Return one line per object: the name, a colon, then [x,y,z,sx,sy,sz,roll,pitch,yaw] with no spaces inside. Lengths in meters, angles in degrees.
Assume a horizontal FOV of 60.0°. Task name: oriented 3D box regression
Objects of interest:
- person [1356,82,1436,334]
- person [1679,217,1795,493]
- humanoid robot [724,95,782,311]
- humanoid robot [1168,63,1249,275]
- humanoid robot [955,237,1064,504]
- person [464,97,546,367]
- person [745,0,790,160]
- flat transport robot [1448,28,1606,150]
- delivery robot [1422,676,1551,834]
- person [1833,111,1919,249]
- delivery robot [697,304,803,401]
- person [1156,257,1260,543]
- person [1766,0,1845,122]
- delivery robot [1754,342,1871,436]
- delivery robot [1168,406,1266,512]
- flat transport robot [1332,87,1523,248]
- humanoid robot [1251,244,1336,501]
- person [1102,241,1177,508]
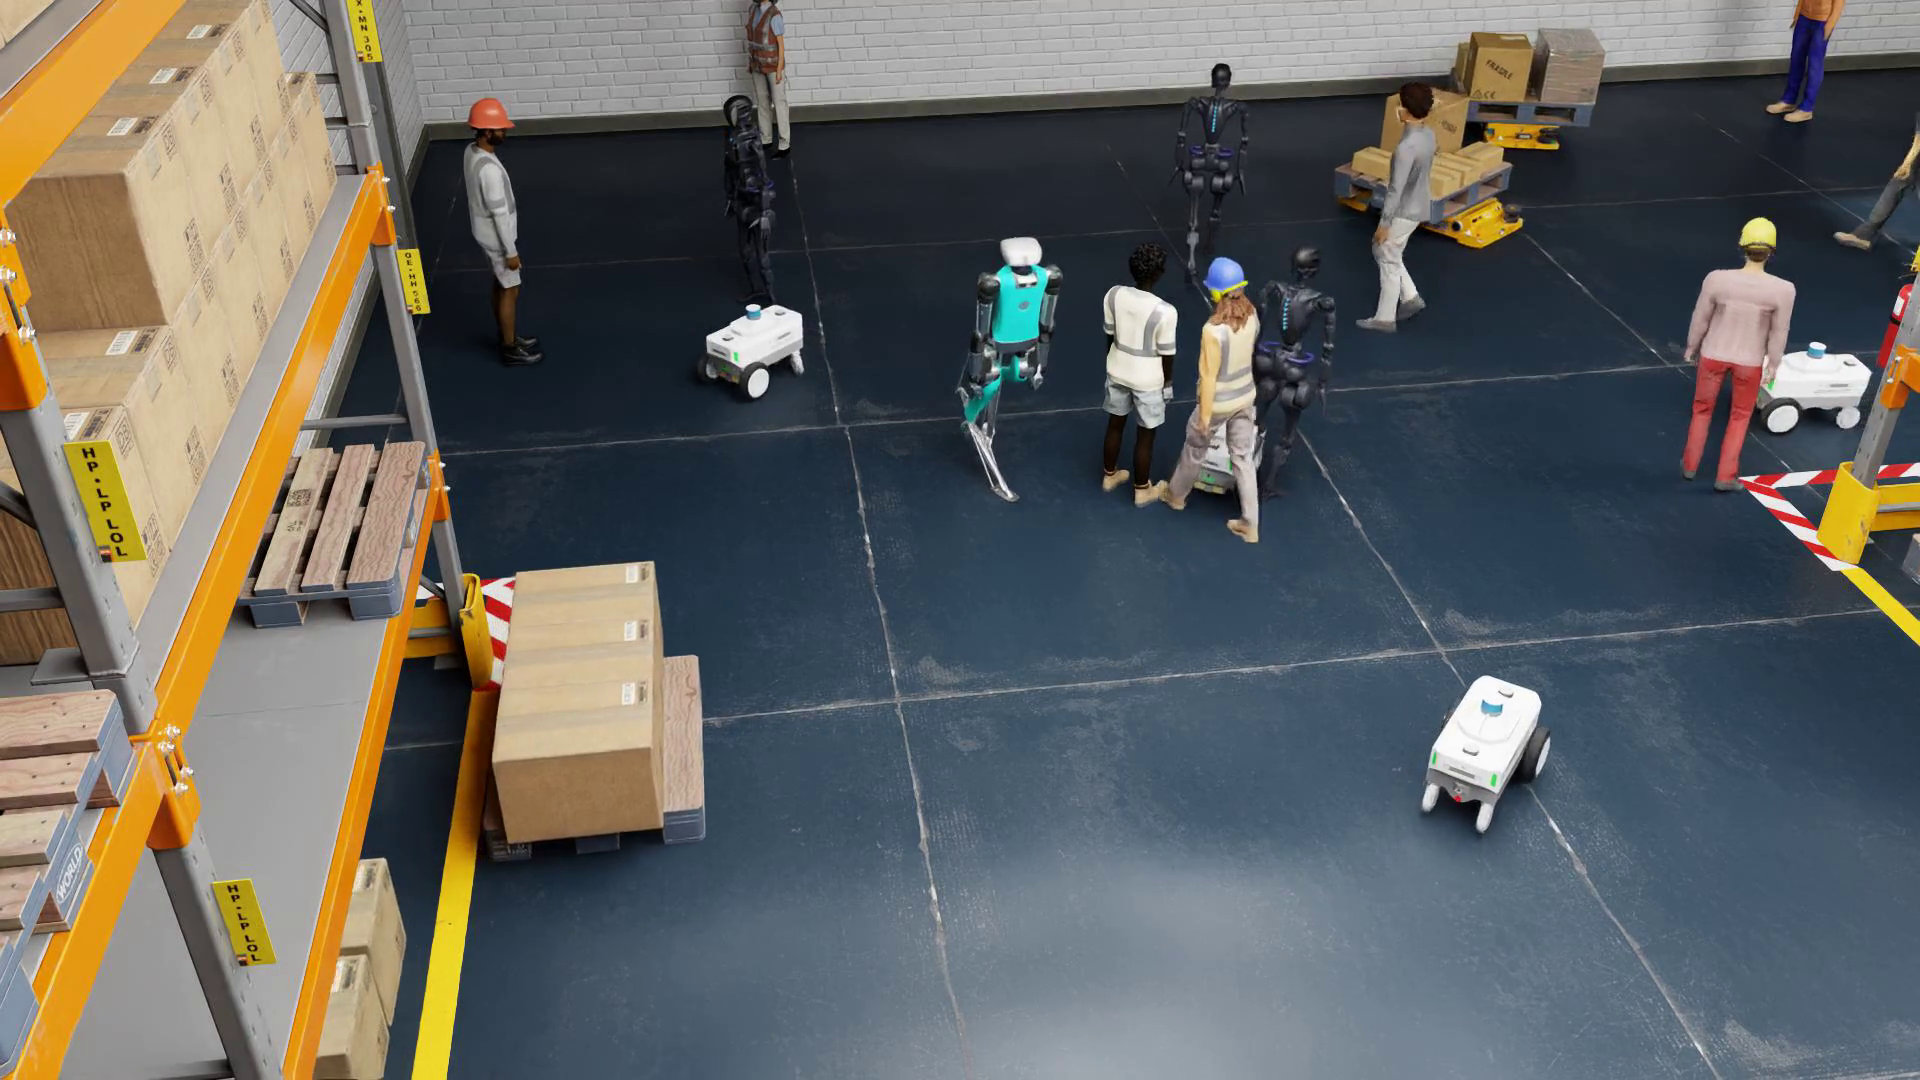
person: [3.168,-2.357,11.983,0.460,1.884,0.552,19,38,27]
person: [4.742,-1.113,10.207,0.580,1.750,0.415,16,36,23]
humanoid robot: [-1.564,-2.506,12.405,0.305,1.653,0.608,-23,40,-31]
humanoid robot: [1.952,-2.900,13.069,0.616,1.645,0.768,6,34,9]
humanoid robot: [0.207,-1.173,10.345,0.549,1.755,0.996,-12,35,-17]
person: [-3.196,-2.134,11.610,0.389,1.927,0.547,-16,36,-23]
person: [-1.760,-4.339,15.198,0.437,1.690,0.314,26,41,34]
flat transport robot: [5.390,-4.122,16.169,0.659,0.231,1.431,5,33,7]
delivery robot: [2.540,0.992,8.061,0.499,0.584,0.783,20,38,27]
person: [7.649,-3.029,13.108,0.976,1.791,0.512,27,41,34]
delivery robot: [-1.437,-1.355,11.657,0.521,0.583,0.752,24,40,32]
person: [1.537,-0.834,9.800,0.502,1.733,0.814,-22,39,-30]
person: [8.254,-5.055,16.047,0.401,1.973,0.515,-11,35,-16]
delivery robot: [5.667,-1.032,11.186,0.812,0.609,0.499,-1,33,-2]
delivery robot: [1.665,-0.574,10.459,0.499,0.581,0.778,15,36,22]
flat transport robot: [4.015,-2.860,14.235,0.659,0.231,1.431,-28,42,-36]
humanoid robot: [1.961,-1.013,10.120,0.603,1.634,0.384,25,41,33]
person: [1.078,-0.996,10.077,0.531,1.693,0.319,27,42,35]
